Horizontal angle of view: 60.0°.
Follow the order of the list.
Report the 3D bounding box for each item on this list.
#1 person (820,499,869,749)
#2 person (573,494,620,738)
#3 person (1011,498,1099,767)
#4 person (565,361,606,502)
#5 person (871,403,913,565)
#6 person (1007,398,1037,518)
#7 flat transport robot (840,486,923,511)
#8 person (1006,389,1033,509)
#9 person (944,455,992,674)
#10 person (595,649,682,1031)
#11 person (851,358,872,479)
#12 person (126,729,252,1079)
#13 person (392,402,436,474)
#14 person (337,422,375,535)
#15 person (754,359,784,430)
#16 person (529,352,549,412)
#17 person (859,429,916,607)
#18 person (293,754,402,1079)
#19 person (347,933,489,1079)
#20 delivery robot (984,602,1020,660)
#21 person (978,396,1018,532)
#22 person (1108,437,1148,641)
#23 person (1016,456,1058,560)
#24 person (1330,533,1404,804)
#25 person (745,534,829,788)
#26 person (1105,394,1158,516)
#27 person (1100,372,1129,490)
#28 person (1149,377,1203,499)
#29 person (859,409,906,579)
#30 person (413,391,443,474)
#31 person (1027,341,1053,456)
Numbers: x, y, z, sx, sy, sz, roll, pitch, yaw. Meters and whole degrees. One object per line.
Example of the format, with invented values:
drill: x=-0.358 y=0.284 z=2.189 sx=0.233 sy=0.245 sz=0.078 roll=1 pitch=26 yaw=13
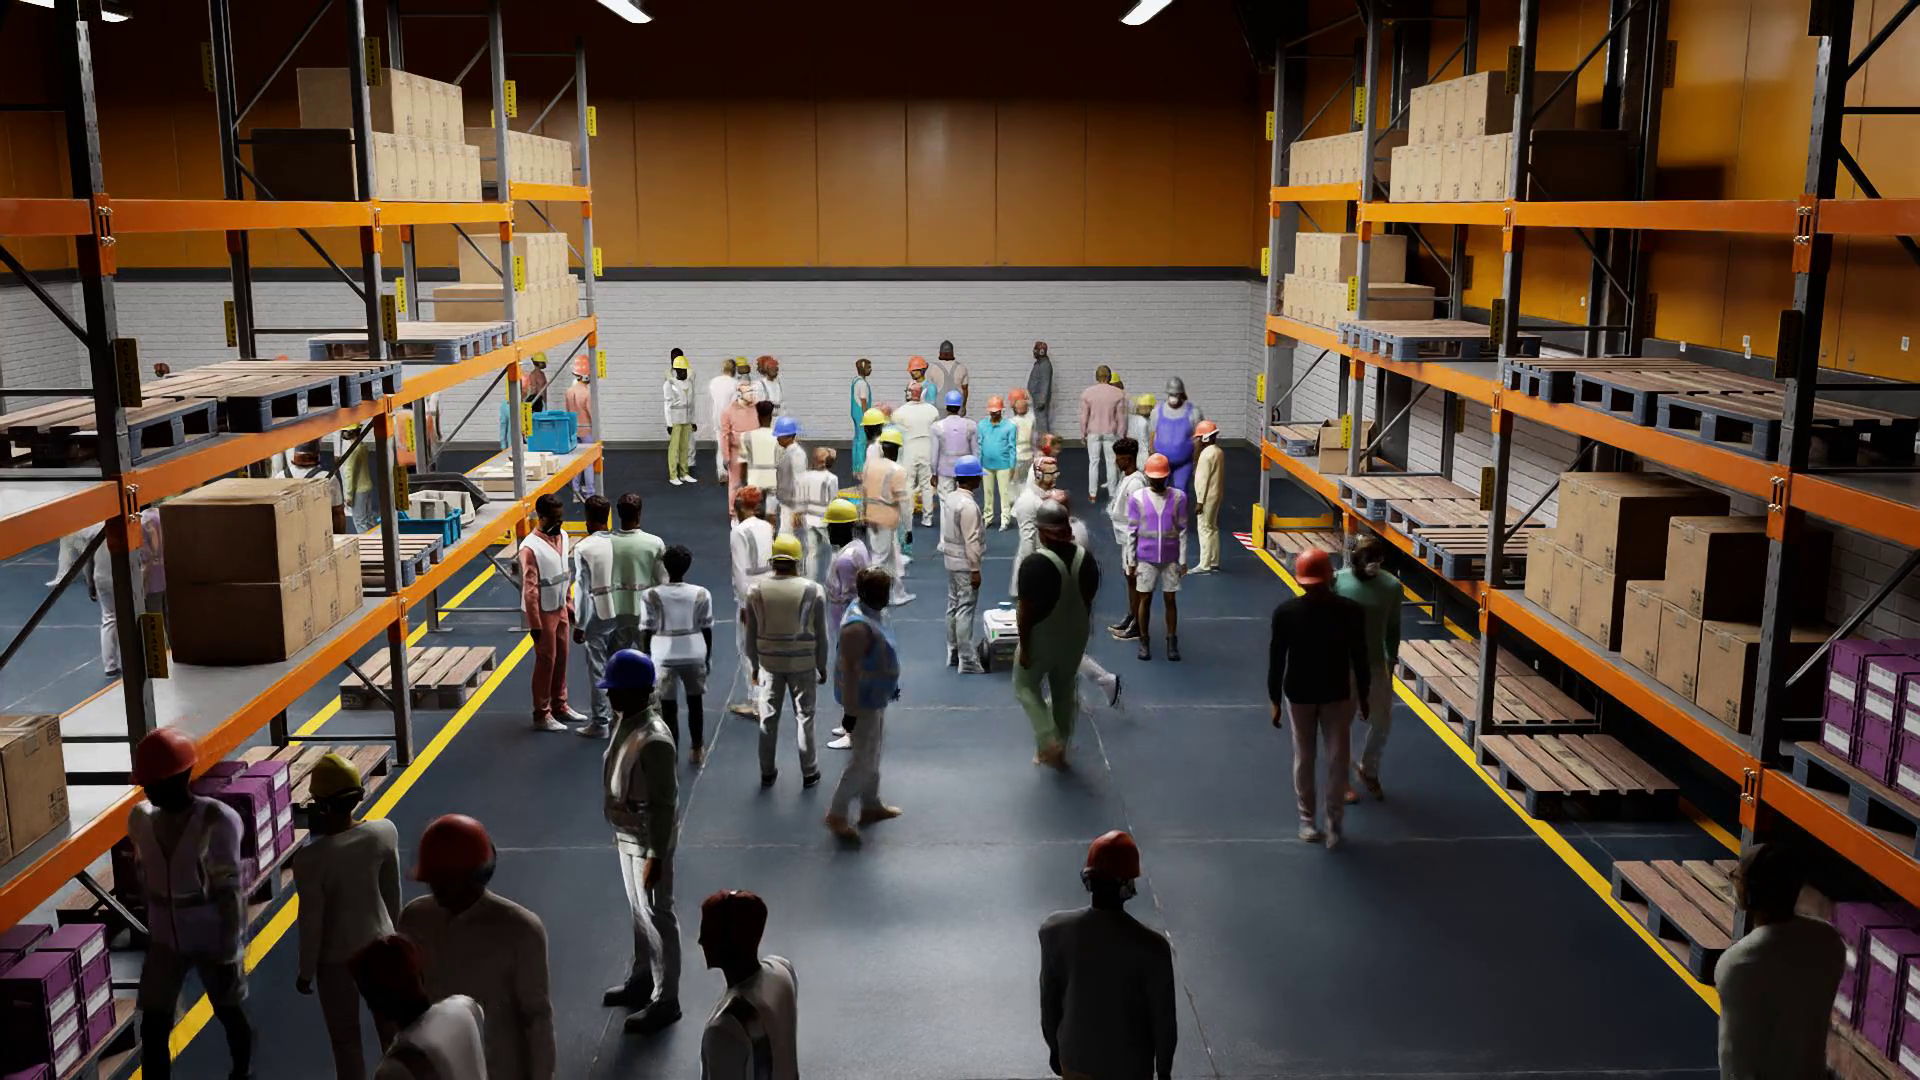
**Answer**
person: x=-0.873 y=0.639 z=12.714 sx=0.381 sy=1.924 sz=0.594 roll=1 pitch=11 yaw=4
person: x=-2.771 y=0.594 z=12.998 sx=0.402 sy=1.908 sz=0.598 roll=7 pitch=13 yaw=30
person: x=0.668 y=0.682 z=12.210 sx=0.693 sy=2.000 sz=0.535 roll=-7 pitch=13 yaw=-30
person: x=-5.244 y=-1.496 z=23.249 sx=0.622 sy=1.994 sz=0.381 roll=9 pitch=14 yaw=37
person: x=-0.806 y=-0.659 z=19.412 sx=0.582 sy=1.872 sz=0.682 roll=2 pitch=11 yaw=8
person: x=0.831 y=-1.066 z=22.026 sx=0.563 sy=1.615 sz=0.628 roll=-8 pitch=14 yaw=-34
flat transport robot: x=-1.155 y=-0.565 z=22.918 sx=1.431 sy=0.197 sz=0.652 roll=10 pitch=15 yaw=40
person: x=0.781 y=-1.208 z=22.510 sx=0.524 sy=1.706 sz=0.628 roll=-5 pitch=12 yaw=-23
person: x=0.049 y=0.211 z=14.802 sx=0.389 sy=1.949 sz=0.604 roll=-4 pitch=12 yaw=-18
person: x=-1.608 y=1.490 z=8.391 sx=0.392 sy=1.949 sz=0.602 roll=-6 pitch=13 yaw=-26
person: x=-1.497 y=-1.854 z=25.420 sx=0.326 sy=1.843 sz=0.517 roll=-4 pitch=12 yaw=-19
person: x=-3.368 y=1.758 z=7.167 sx=0.551 sy=1.903 sz=0.869 roll=1 pitch=11 yaw=6
person: x=-6.968 y=-1.026 z=21.118 sx=0.588 sy=1.902 sz=0.683 roll=-2 pitch=11 yaw=-10
person: x=-6.935 y=-0.555 z=19.120 sx=0.340 sy=1.762 sz=0.525 roll=0 pitch=11 yaw=0
person: x=-2.860 y=-1.784 z=24.991 sx=0.465 sy=1.870 sz=0.595 roll=7 pitch=13 yaw=32
person: x=-6.965 y=-2.244 z=27.610 sx=0.338 sy=1.760 sz=0.530 roll=2 pitch=11 yaw=9
person: x=-0.699 y=-0.194 z=16.999 sx=0.862 sy=1.871 sz=0.634 roll=-10 pitch=15 yaw=-42
person: x=-2.681 y=1.796 z=7.314 sx=0.317 sy=1.769 sz=0.523 roll=7 pitch=14 yaw=33
person: x=-1.747 y=2.142 z=5.480 sx=0.981 sy=1.816 sz=0.661 roll=3 pitch=12 yaw=14
delivery robot: x=0.413 y=0.806 z=15.096 sx=0.477 sy=0.478 sz=0.707 roll=-1 pitch=11 yaw=-4
person: x=0.455 y=-0.980 z=21.297 sx=0.563 sy=1.743 sz=0.350 roll=5 pitch=13 yaw=25
person: x=1.623 y=-0.013 z=15.906 sx=0.392 sy=1.957 sz=0.607 roll=0 pitch=11 yaw=1
person: x=0.768 y=0.191 z=15.011 sx=0.410 sy=1.909 sz=0.642 roll=6 pitch=13 yaw=29
person: x=2.748 y=0.890 z=11.463 sx=0.637 sy=1.921 sz=0.462 roll=-1 pitch=11 yaw=-7
person: x=-1.228 y=0.862 z=11.875 sx=0.593 sy=1.823 sz=0.412 roll=1 pitch=11 yaw=6
person: x=2.370 y=-1.080 z=21.961 sx=0.902 sy=1.701 sz=0.480 roll=3 pitch=12 yaw=16
person: x=2.266 y=-1.609 z=24.482 sx=0.318 sy=1.732 sz=0.491 roll=-10 pitch=15 yaw=-40
person: x=2.703 y=-1.062 z=20.955 sx=0.685 sy=2.000 sz=0.540 roll=3 pitch=12 yaw=16
person: x=-0.910 y=-0.515 z=18.546 sx=0.734 sy=1.898 sz=0.635 roll=4 pitch=12 yaw=17
person: x=-7.769 y=-1.568 z=24.083 sx=0.455 sy=1.816 sz=0.597 roll=8 pitch=14 yaw=34
person: x=1.328 y=-2.360 z=27.794 sx=0.407 sy=1.913 sz=0.641 roll=-1 pitch=11 yaw=-5
